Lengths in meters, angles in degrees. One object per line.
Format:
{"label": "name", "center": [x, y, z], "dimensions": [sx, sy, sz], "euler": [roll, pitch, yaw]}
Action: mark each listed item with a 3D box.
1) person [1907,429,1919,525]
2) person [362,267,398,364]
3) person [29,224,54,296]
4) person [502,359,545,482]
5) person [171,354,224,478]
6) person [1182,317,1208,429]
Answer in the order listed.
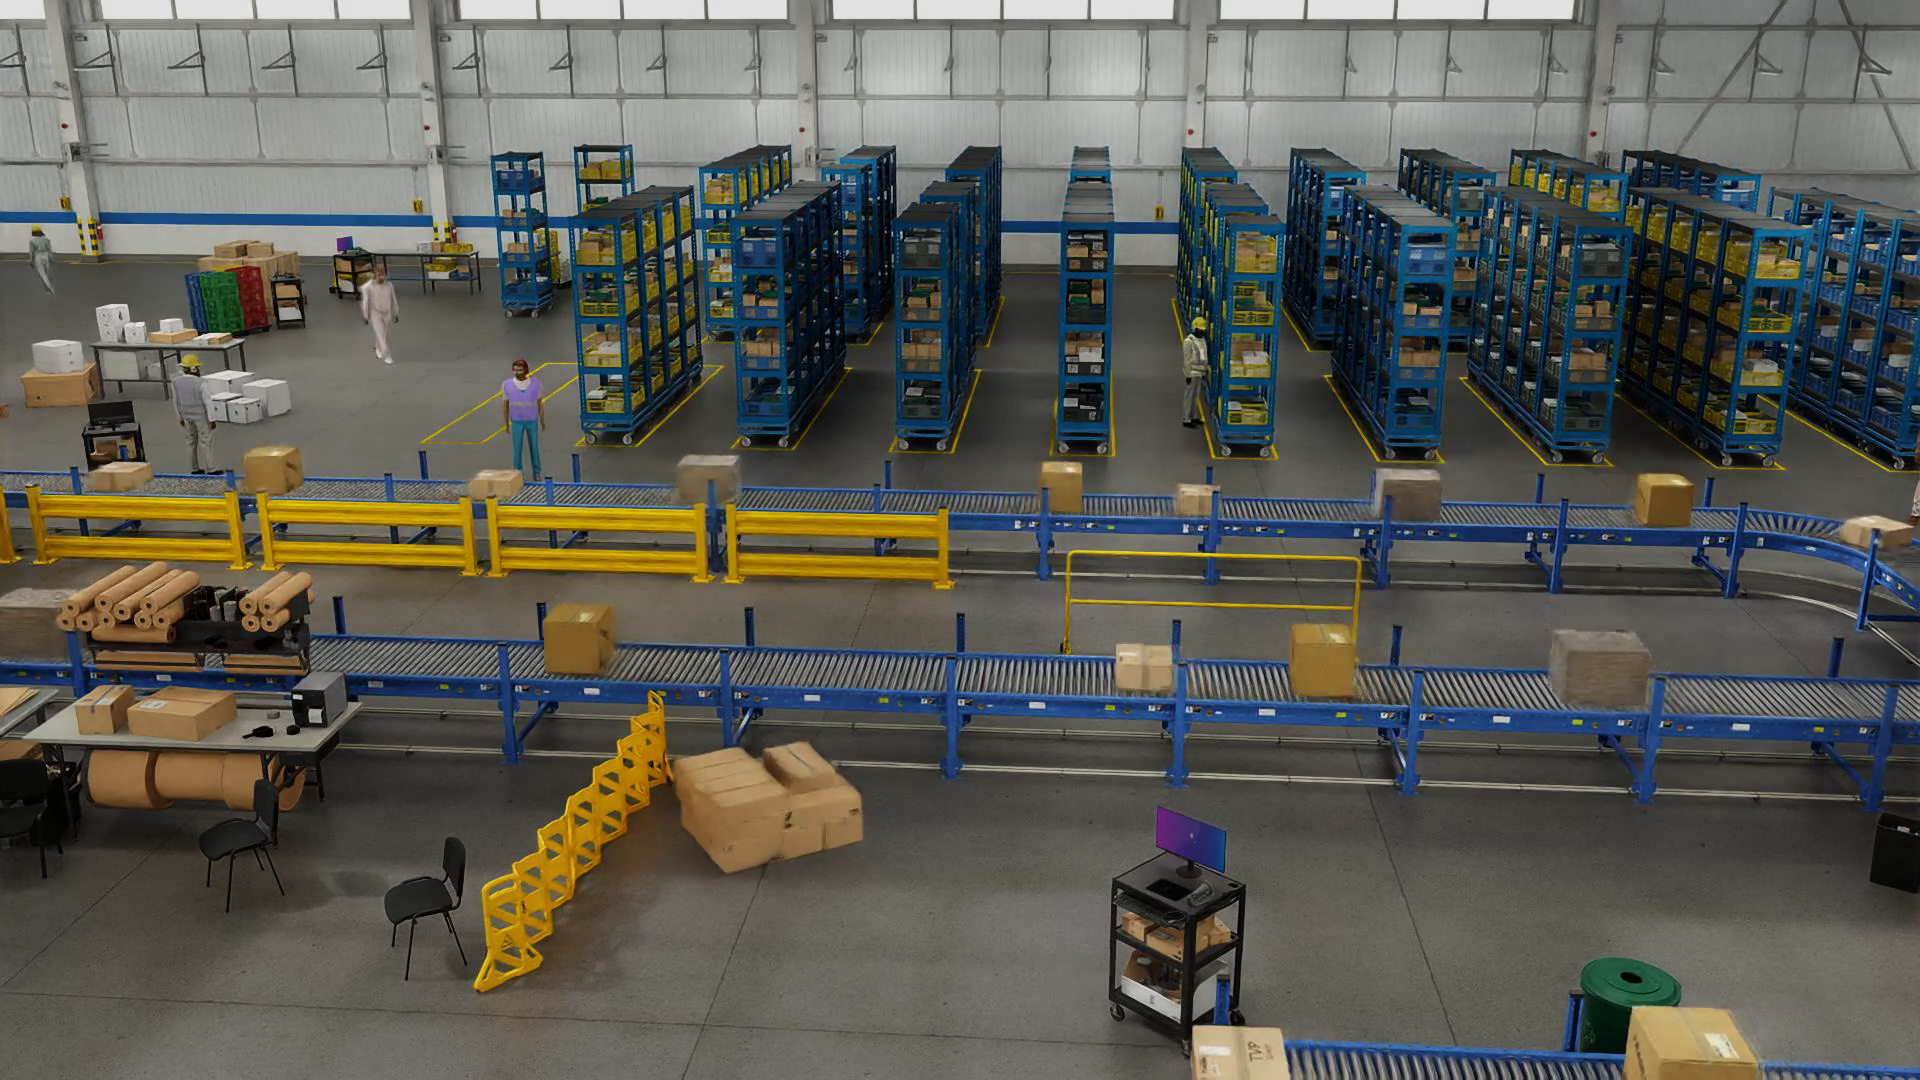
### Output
{"label": "person", "center": [12.934, -1.142, 21.917], "dimensions": [0.608, 1.995, 0.377], "euler": [11, 20, 30]}
{"label": "person", "center": [-11.368, -4.430, 32.591], "dimensions": [0.648, 1.860, 0.967], "euler": [-16, 24, -42]}
{"label": "person", "center": [-22.163, -6.758, 40.215], "dimensions": [0.764, 1.726, 0.492], "euler": [13, 21, 35]}
{"label": "person", "center": [-6.273, -1.711, 23.980], "dimensions": [0.564, 1.838, 0.389], "euler": [-5, 18, -15]}
{"label": "person", "center": [-11.143, -1.805, 24.298], "dimensions": [0.603, 1.824, 0.404], "euler": [4, 18, 13]}
{"label": "person", "center": [3.866, -2.754, 27.312], "dimensions": [0.404, 1.825, 0.587], "euler": [11, 21, 32]}
